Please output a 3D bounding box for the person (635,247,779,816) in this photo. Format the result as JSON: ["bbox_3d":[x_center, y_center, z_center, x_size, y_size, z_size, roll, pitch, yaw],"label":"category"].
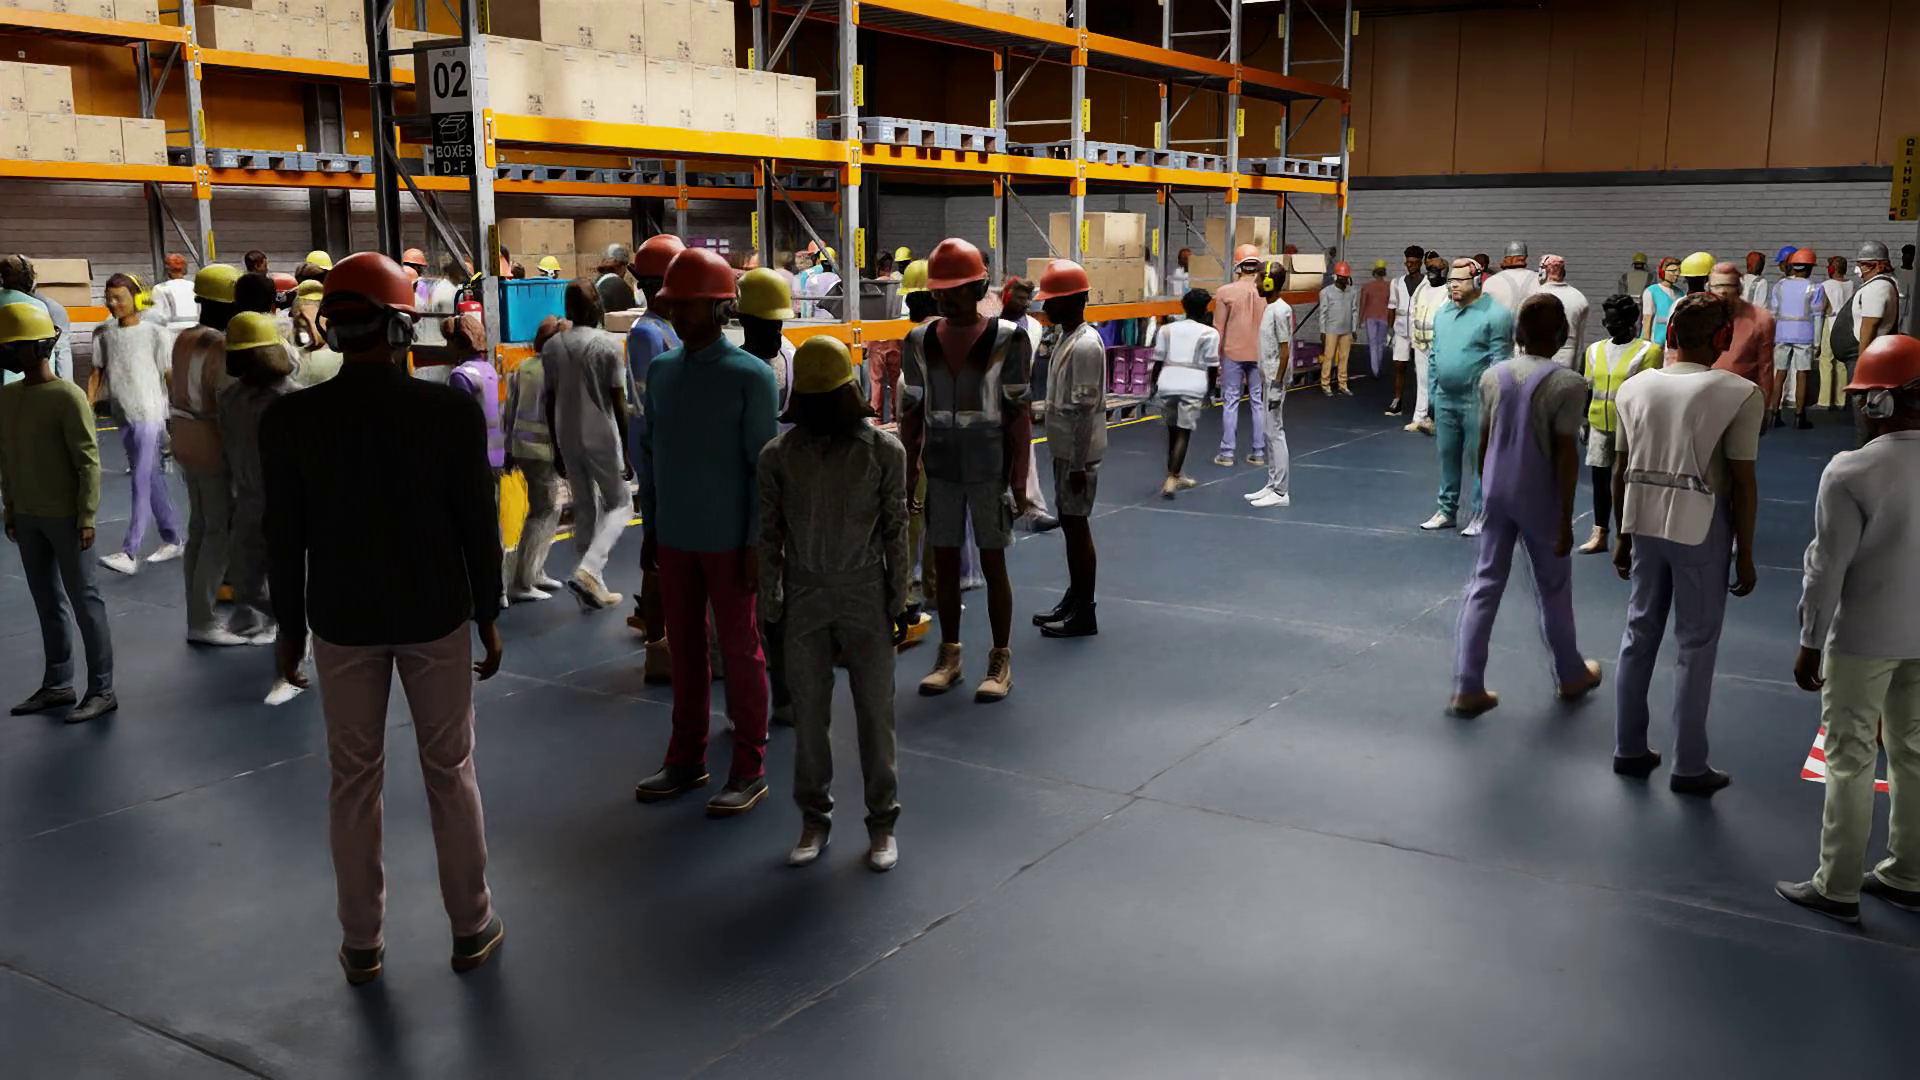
[{"bbox_3d":[-0.906,-0.028,5.905,0.612,1.997,0.376,7,12,32],"label":"person"}]

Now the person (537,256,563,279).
[{"bbox_3d":[-5.103,-2.608,20.698,0.404,1.824,0.586,-9,13,-40],"label":"person"}]

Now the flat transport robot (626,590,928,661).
[{"bbox_3d":[-0.937,0.373,8.467,1.431,0.197,0.652,6,12,30],"label":"flat transport robot"}]

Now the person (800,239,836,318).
[{"bbox_3d":[-1.795,-2.847,21.423,0.605,2.036,0.403,-7,12,-33],"label":"person"}]

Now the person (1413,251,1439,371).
[{"bbox_3d":[7.242,-3.517,25.635,0.501,1.862,0.328,-8,13,-38],"label":"person"}]

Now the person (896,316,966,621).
[{"bbox_3d":[-0.155,-0.381,8.904,0.288,1.625,0.497,8,13,36],"label":"person"}]

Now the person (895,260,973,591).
[{"bbox_3d":[-0.235,-0.619,9.417,0.725,1.902,0.607,-4,11,-20],"label":"person"}]

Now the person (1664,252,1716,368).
[{"bbox_3d":[5.431,-1.166,12.398,0.353,1.930,0.591,7,12,33],"label":"person"}]

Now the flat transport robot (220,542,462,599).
[{"bbox_3d":[-3.586,0.138,9.769,1.431,0.197,0.652,-4,11,-22],"label":"flat transport robot"}]

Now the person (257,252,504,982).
[{"bbox_3d":[-1.558,0.220,4.559,0.608,1.987,0.391,-2,11,-14],"label":"person"}]

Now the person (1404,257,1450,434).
[{"bbox_3d":[4.988,-2.036,17.465,0.430,1.844,0.623,-8,13,-38],"label":"person"}]

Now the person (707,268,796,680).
[{"bbox_3d":[-1.037,-0.305,7.737,0.658,1.894,0.400,-10,14,-43],"label":"person"}]

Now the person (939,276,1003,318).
[{"bbox_3d":[0.081,-1.322,13.333,0.652,1.904,0.403,-5,11,-25],"label":"person"}]

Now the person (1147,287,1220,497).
[{"bbox_3d":[1.749,-1.169,13.176,0.591,1.650,0.738,6,12,31],"label":"person"}]

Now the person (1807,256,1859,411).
[{"bbox_3d":[10.373,-2.437,19.715,0.564,1.837,0.388,-3,11,-18],"label":"person"}]

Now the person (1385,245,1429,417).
[{"bbox_3d":[5.171,-2.380,19.022,0.612,1.963,0.362,7,12,33],"label":"person"}]

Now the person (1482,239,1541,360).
[{"bbox_3d":[5.652,-2.064,17.069,0.680,2.000,0.536,1,10,3],"label":"person"}]

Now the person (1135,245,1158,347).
[{"bbox_3d":[3.121,-4.035,28.294,0.652,1.928,0.434,4,11,22],"label":"person"}]

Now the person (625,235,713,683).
[{"bbox_3d":[-1.338,-0.366,7.649,0.371,2.044,0.608,-1,10,-7],"label":"person"}]

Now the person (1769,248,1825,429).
[{"bbox_3d":[8.993,-2.158,17.883,0.377,1.932,0.551,-10,14,-43],"label":"person"}]

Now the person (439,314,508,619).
[{"bbox_3d":[-2.611,-0.396,8.964,0.323,1.631,0.526,0,10,2],"label":"person"}]

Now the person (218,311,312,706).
[{"bbox_3d":[-3.017,-0.155,7.390,0.483,1.724,0.534,2,10,11],"label":"person"}]

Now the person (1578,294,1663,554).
[{"bbox_3d":[4.198,-0.723,10.622,0.320,1.687,0.538,-8,13,-37],"label":"person"}]

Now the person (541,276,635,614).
[{"bbox_3d":[-1.991,-0.493,8.953,0.544,1.829,0.446,4,11,21],"label":"person"}]

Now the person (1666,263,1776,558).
[{"bbox_3d":[4.863,-0.831,10.703,0.646,1.866,0.886,6,12,29],"label":"person"}]

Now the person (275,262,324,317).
[{"bbox_3d":[-5.538,-1.454,14.258,0.429,1.838,0.625,3,11,18],"label":"person"}]

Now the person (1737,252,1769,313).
[{"bbox_3d":[9.687,-2.597,20.470,0.340,1.882,0.579,-4,11,-19],"label":"person"}]

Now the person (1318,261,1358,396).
[{"bbox_3d":[4.946,-2.749,21.690,0.565,1.744,0.350,-4,11,-20],"label":"person"}]

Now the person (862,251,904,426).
[{"bbox_3d":[-0.783,-2.099,17.648,0.598,1.907,0.408,-8,13,-39],"label":"person"}]

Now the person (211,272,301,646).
[{"bbox_3d":[-3.466,-0.381,8.219,0.684,1.863,0.434,6,12,30],"label":"person"}]

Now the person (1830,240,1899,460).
[{"bbox_3d":[8.202,-1.714,15.127,0.535,2.000,0.684,6,12,31],"label":"person"}]
